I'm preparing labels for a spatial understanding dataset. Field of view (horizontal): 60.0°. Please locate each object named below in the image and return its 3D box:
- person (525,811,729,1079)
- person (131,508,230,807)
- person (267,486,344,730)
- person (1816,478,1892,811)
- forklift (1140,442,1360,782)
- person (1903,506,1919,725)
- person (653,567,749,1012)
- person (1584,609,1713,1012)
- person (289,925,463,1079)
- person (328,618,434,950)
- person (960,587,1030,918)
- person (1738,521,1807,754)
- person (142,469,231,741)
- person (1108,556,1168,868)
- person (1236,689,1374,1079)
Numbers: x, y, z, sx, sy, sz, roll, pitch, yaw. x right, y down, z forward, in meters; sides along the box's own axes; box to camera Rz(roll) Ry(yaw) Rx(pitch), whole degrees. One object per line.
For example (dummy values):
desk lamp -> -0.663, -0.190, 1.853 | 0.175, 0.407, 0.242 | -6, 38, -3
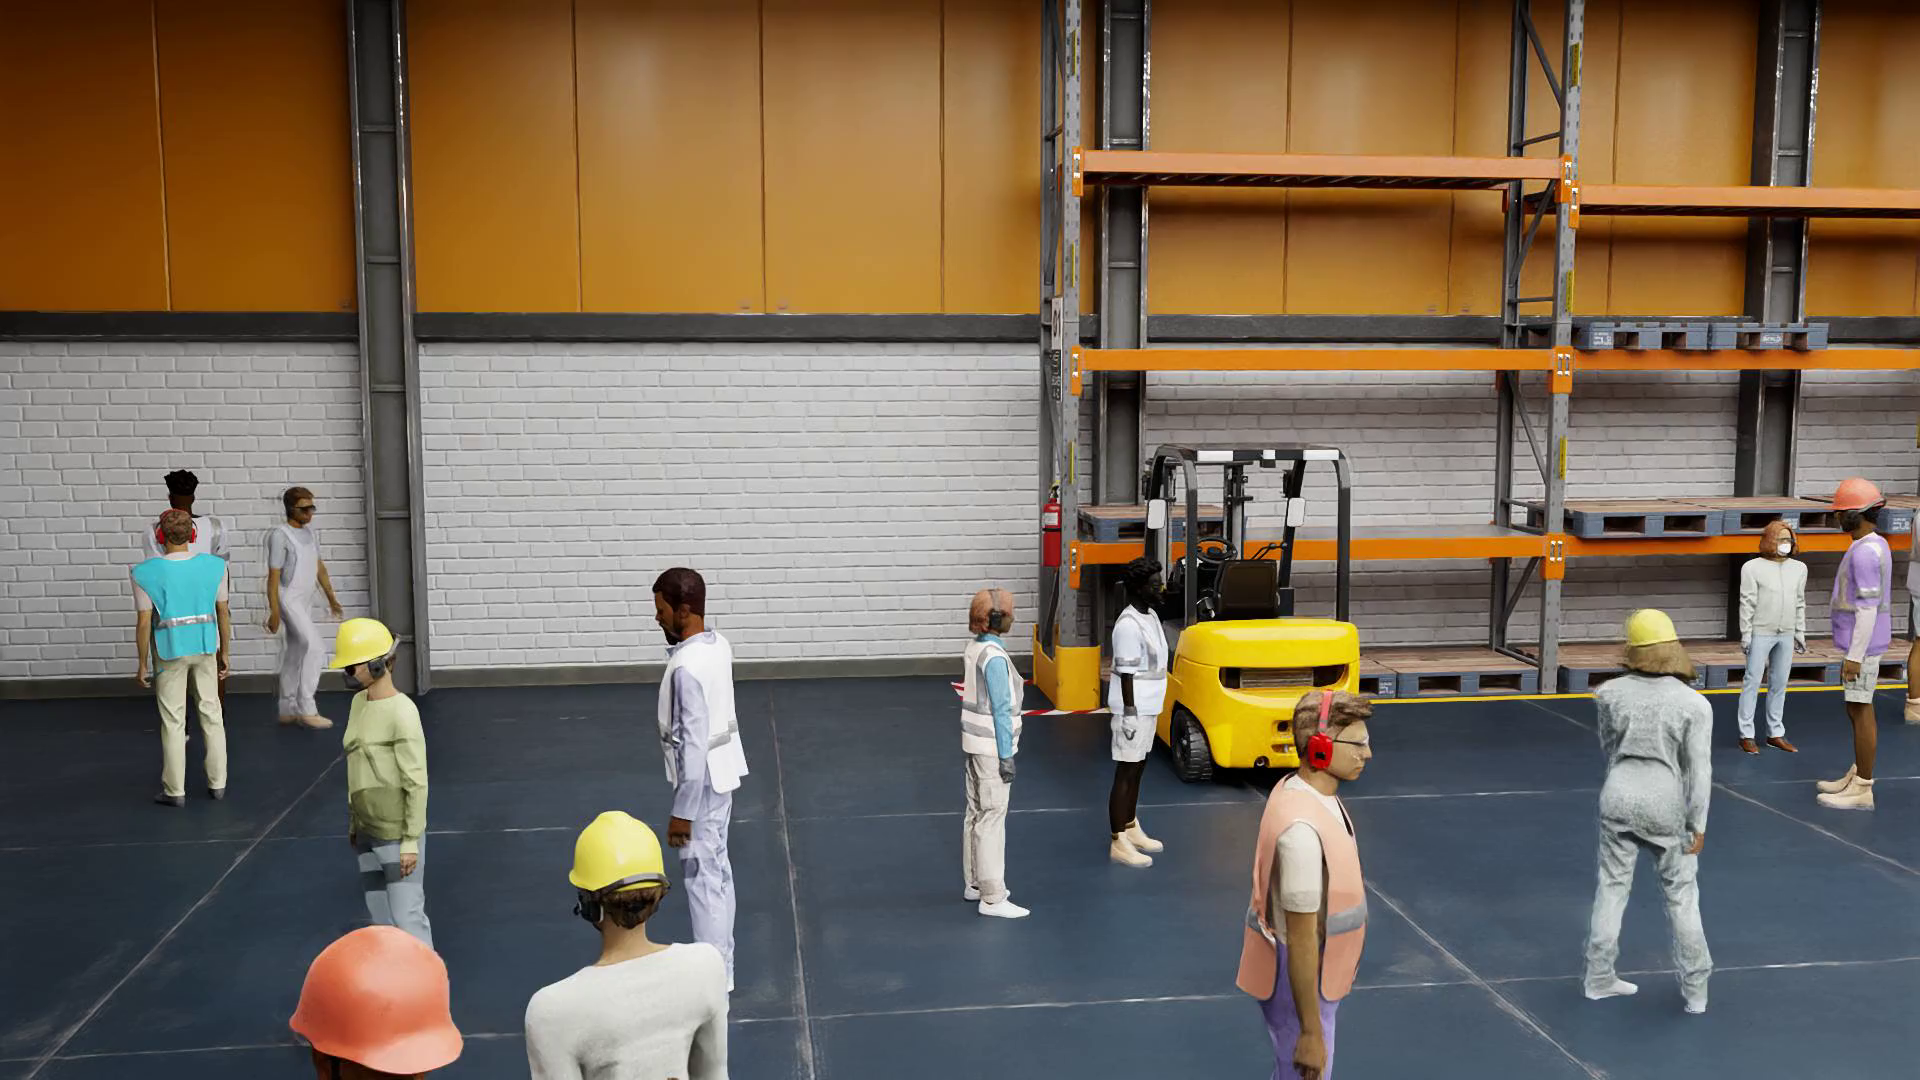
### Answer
person -> -0.770, 1.502, 3.856 | 0.528, 1.767, 0.330 | -6, 9, -43
person -> -4.801, 0.728, 10.292 | 0.564, 1.846, 0.390 | -6, 9, -43
person -> -4.857, 0.507, 12.365 | 0.629, 1.820, 0.540 | 0, 7, 1
person -> 5.504, 0.639, 10.241 | 0.395, 2.039, 0.606 | 4, 8, 32
forklift -> 1.912, 0.418, 11.496 | 1.214, 2.155, 2.313 | -1, 7, -8
person -> 7.341, 0.383, 12.502 | 0.392, 2.033, 0.605 | 4, 8, 32
person -> -1.109, 1.061, 7.084 | 0.393, 1.914, 0.587 | 0, 7, 2
person -> 2.989, 1.149, 7.154 | 0.501, 1.719, 0.410 | 4, 8, 34
person -> -1.076, 1.558, 2.894 | 0.548, 1.895, 1.006 | -6, 9, -42
person -> -2.340, 1.182, 6.709 | 0.333, 1.758, 0.533 | -6, 9, -44
person -> 0.156, 1.054, 8.322 | 0.307, 1.643, 0.514 | -2, 7, -15
person -> 5.688, 0.679, 11.644 | 0.500, 1.633, 0.282 | -1, 7, -10
person -> -5.587, 0.468, 12.043 | 0.367, 1.966, 0.604 | 6, 9, 44
person -> 0.984, 0.930, 9.170 | 0.317, 1.695, 0.540 | 2, 7, 20
person -> 1.010, 1.343, 4.920 | 0.373, 1.840, 0.570 | 2, 7, 13
